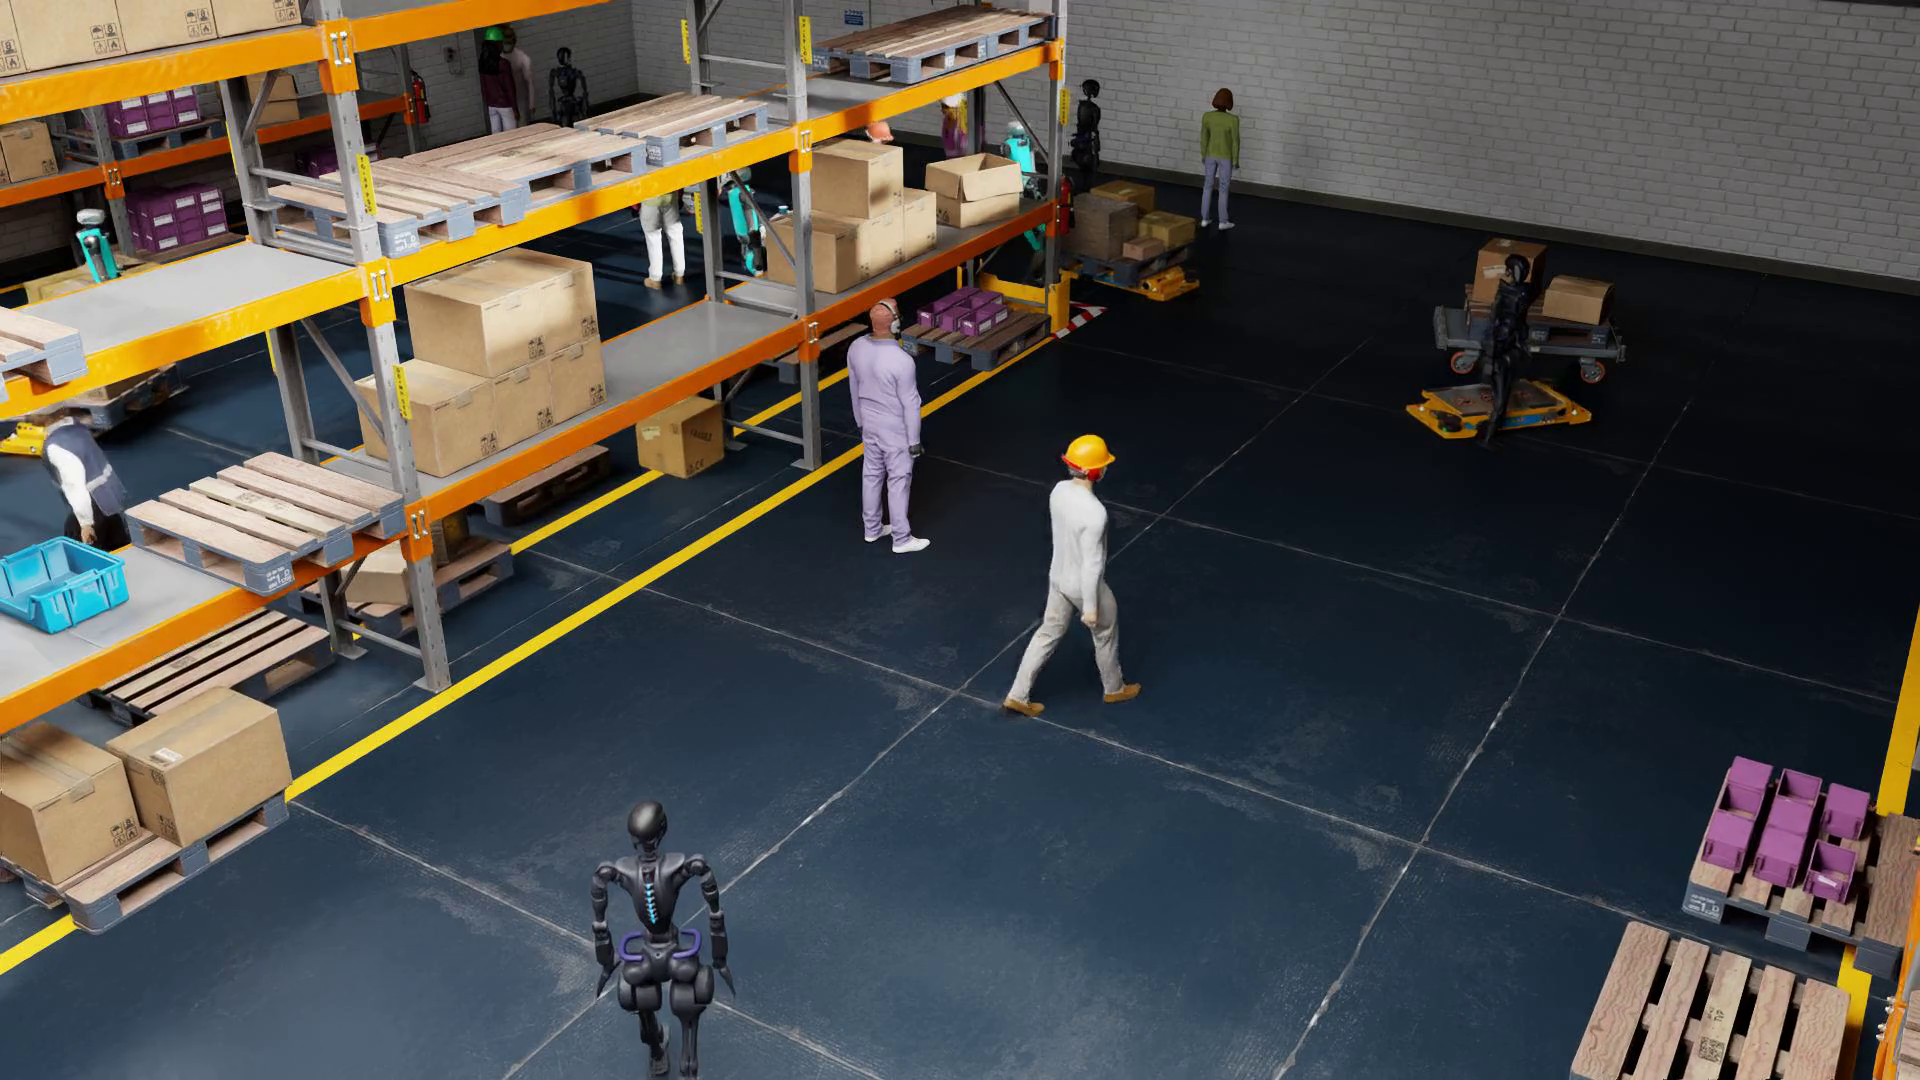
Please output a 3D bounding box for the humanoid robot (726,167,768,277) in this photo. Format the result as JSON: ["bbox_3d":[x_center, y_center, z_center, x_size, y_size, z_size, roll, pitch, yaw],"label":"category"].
[{"bbox_3d":[-1.800,-2.679,15.897,0.782,1.822,0.536,-10,29,-19],"label":"humanoid robot"}]

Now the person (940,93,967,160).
[{"bbox_3d":[-0.020,-4.203,18.802,0.949,1.789,0.535,-18,32,-32],"label":"person"}]

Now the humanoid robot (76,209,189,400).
[{"bbox_3d":[-7.159,-2.048,14.646,0.859,1.790,0.579,-8,28,-15],"label":"humanoid robot"}]

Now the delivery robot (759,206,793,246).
[{"bbox_3d":[-1.960,-3.454,18.708,0.509,0.612,0.784,8,28,15],"label":"delivery robot"}]

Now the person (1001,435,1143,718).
[{"bbox_3d":[0.677,0.232,9.996,0.950,1.854,0.583,-14,30,-26],"label":"person"}]

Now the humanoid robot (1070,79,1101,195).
[{"bbox_3d":[1.494,-4.635,19.767,0.348,1.645,0.589,-10,29,-19],"label":"humanoid robot"}]

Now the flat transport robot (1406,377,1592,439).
[{"bbox_3d":[4.683,-1.145,14.454,1.431,0.231,0.659,-8,28,-15],"label":"flat transport robot"}]

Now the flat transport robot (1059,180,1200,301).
[{"bbox_3d":[1.794,-2.864,17.840,1.431,0.231,0.659,22,34,36],"label":"flat transport robot"}]

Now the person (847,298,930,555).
[{"bbox_3d":[-0.500,-0.818,11.997,0.645,1.913,0.412,23,35,38],"label":"person"}]

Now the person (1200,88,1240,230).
[{"bbox_3d":[3.040,-4.465,19.485,0.498,1.632,0.286,18,32,32],"label":"person"}]

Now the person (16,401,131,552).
[{"bbox_3d":[-5.849,-0.199,11.000,0.716,1.720,0.799,-7,28,-14],"label":"person"}]

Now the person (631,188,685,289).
[{"bbox_3d":[-3.183,-3.562,17.480,0.620,1.845,0.431,-17,31,-29],"label":"person"}]

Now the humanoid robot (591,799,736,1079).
[{"bbox_3d":[-1.270,1.803,7.124,0.601,1.622,0.760,-2,27,-4],"label":"humanoid robot"}]

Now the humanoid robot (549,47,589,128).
[{"bbox_3d":[-5.050,-5.546,21.567,0.589,1.646,0.330,7,28,14],"label":"humanoid robot"}]

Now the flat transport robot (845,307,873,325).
[{"bbox_3d":[-1.392,-2.173,16.480,0.659,0.231,1.431,16,31,28],"label":"flat transport robot"}]

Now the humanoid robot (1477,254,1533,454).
[{"bbox_3d":[4.521,-1.540,13.674,0.608,1.654,0.402,-23,35,-37],"label":"humanoid robot"}]

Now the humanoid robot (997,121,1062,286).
[{"bbox_3d":[0.786,-3.425,17.324,0.755,1.779,0.530,21,34,35],"label":"humanoid robot"}]

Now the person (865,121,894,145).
[{"bbox_3d":[-0.927,-3.613,17.720,0.796,1.717,0.565,-19,33,-33],"label":"person"}]

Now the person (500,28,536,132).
[{"bbox_3d":[-5.830,-5.720,21.683,0.646,1.875,0.973,2,27,5],"label":"person"}]

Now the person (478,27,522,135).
[{"bbox_3d":[-5.883,-5.562,21.310,0.488,1.944,0.432,10,29,19],"label":"person"}]

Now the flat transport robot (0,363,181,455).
[{"bbox_3d":[-7.523,-1.088,14.341,0.659,0.231,1.431,5,27,9],"label":"flat transport robot"}]
